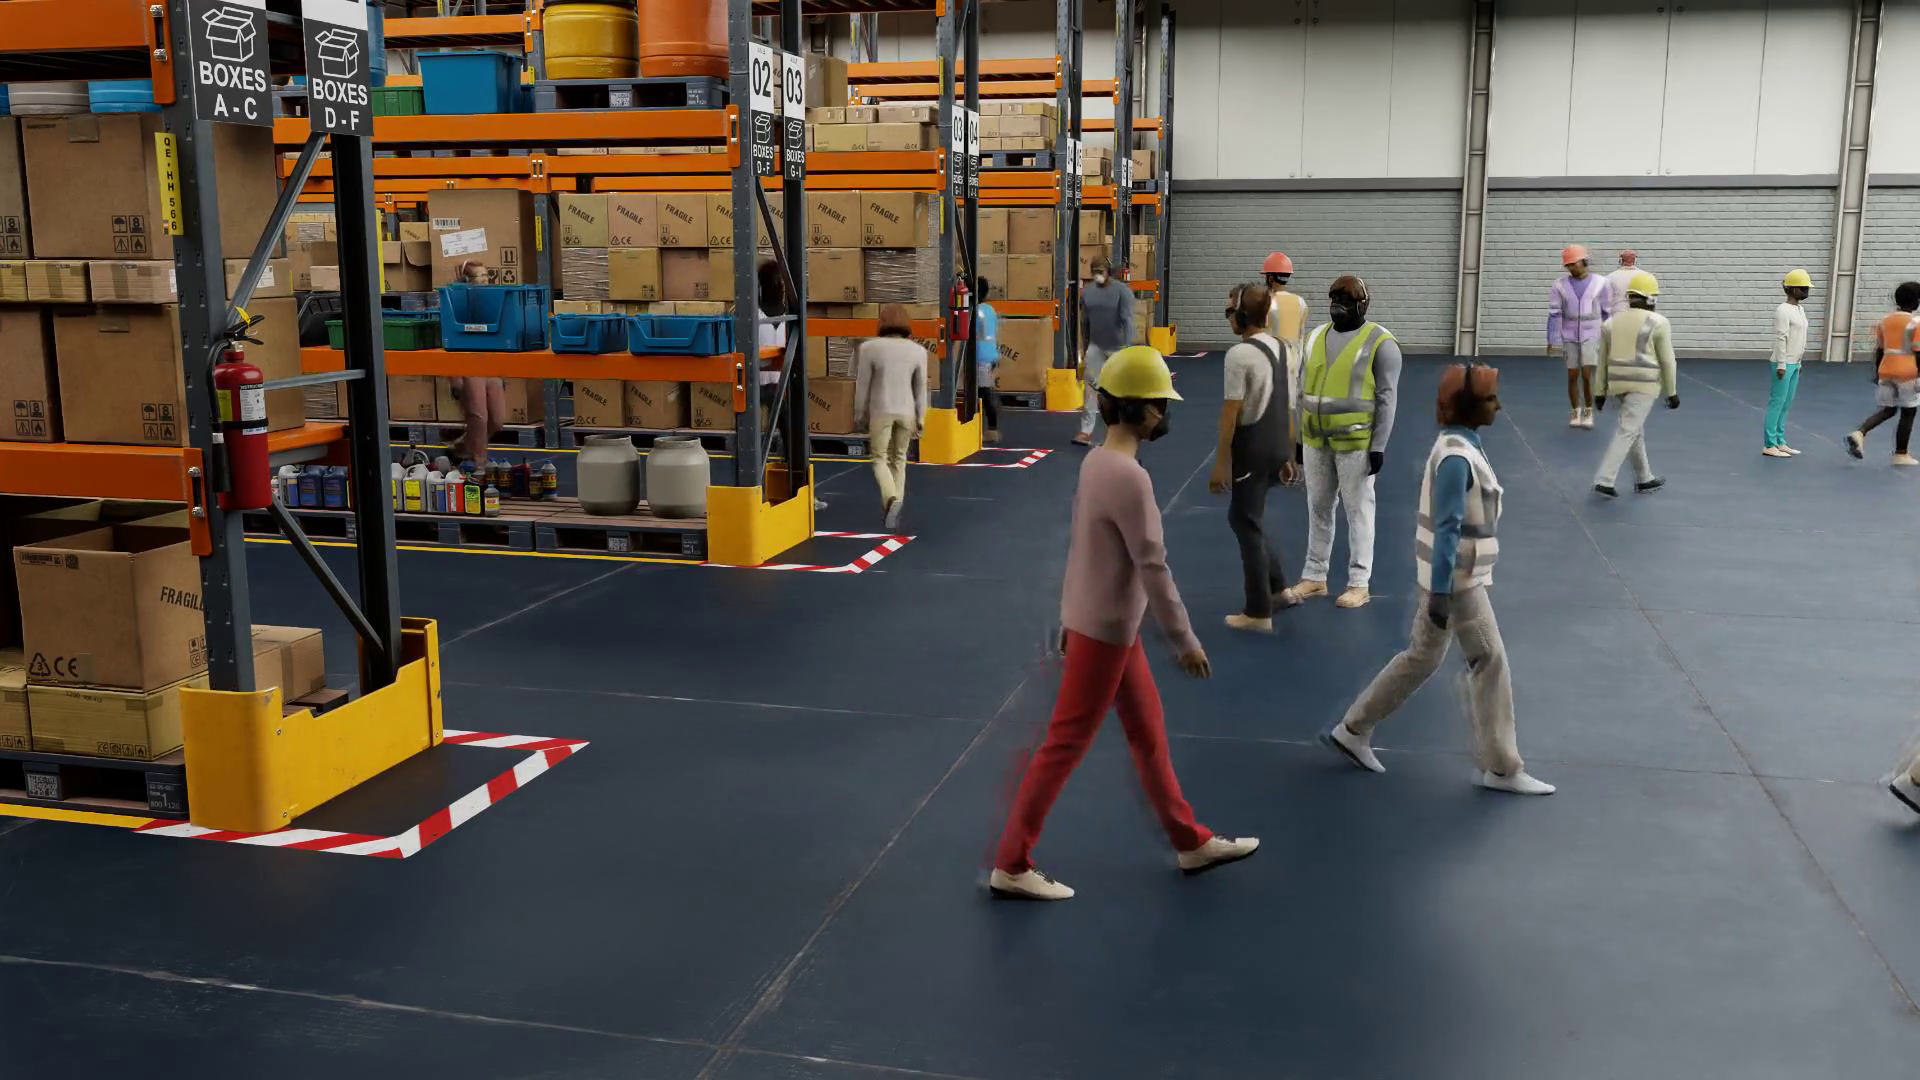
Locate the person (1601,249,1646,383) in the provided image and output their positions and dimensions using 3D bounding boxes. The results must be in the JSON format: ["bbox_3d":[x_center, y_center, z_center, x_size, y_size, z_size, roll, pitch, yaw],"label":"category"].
[{"bbox_3d":[9.324,-3.112,23.351,0.638,1.909,0.408,1,10,3],"label":"person"}]

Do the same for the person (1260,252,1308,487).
[{"bbox_3d":[2.612,-1.408,13.825,0.551,1.937,0.357,-8,13,-36],"label":"person"}]

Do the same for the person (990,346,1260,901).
[{"bbox_3d":[0.500,0.273,5.110,0.891,1.722,0.536,-1,10,-3],"label":"person"}]

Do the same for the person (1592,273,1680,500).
[{"bbox_3d":[5.344,-1.206,13.153,0.948,1.788,0.586,-5,11,-27],"label":"person"}]

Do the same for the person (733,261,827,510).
[{"bbox_3d":[-1.386,-1.121,12.402,0.895,1.883,0.614,10,14,44],"label":"person"}]

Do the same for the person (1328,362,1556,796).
[{"bbox_3d":[1.799,0.134,6.195,0.816,1.604,0.522,3,11,16],"label":"person"}]

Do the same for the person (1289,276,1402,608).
[{"bbox_3d":[2.132,-0.550,9.333,0.429,1.847,0.627,-9,14,-42],"label":"person"}]

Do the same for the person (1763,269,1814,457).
[{"bbox_3d":[7.858,-1.669,15.748,0.311,1.768,0.533,9,14,42],"label":"person"}]

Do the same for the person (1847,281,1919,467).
[{"bbox_3d":[8.404,-1.483,14.961,0.583,1.681,0.540,-2,11,-13],"label":"person"}]

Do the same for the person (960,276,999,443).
[{"bbox_3d":[0.088,-1.822,16.837,0.769,1.663,0.553,5,11,24],"label":"person"}]

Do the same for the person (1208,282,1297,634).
[{"bbox_3d":[1.519,-0.418,8.660,0.422,1.829,0.508,8,13,37],"label":"person"}]

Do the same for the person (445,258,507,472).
[{"bbox_3d":[-4.017,-1.358,13.659,0.582,1.894,0.655,4,11,19],"label":"person"}]

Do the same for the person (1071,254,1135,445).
[{"bbox_3d":[1.438,-1.874,16.526,0.673,1.888,0.897,6,12,32],"label":"person"}]

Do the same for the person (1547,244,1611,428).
[{"bbox_3d":[6.681,-2.187,17.969,0.623,1.992,0.655,5,12,28],"label":"person"}]

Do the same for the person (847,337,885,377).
[{"bbox_3d":[-1.048,-2.035,17.695,0.974,1.787,0.643,4,11,20],"label":"person"}]

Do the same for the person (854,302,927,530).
[{"bbox_3d":[-0.462,-0.863,11.713,0.532,1.612,0.675,-3,11,-18],"label":"person"}]

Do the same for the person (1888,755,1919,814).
[{"bbox_3d":[3.703,0.228,5.696,0.848,1.596,0.511,4,11,21],"label":"person"}]
